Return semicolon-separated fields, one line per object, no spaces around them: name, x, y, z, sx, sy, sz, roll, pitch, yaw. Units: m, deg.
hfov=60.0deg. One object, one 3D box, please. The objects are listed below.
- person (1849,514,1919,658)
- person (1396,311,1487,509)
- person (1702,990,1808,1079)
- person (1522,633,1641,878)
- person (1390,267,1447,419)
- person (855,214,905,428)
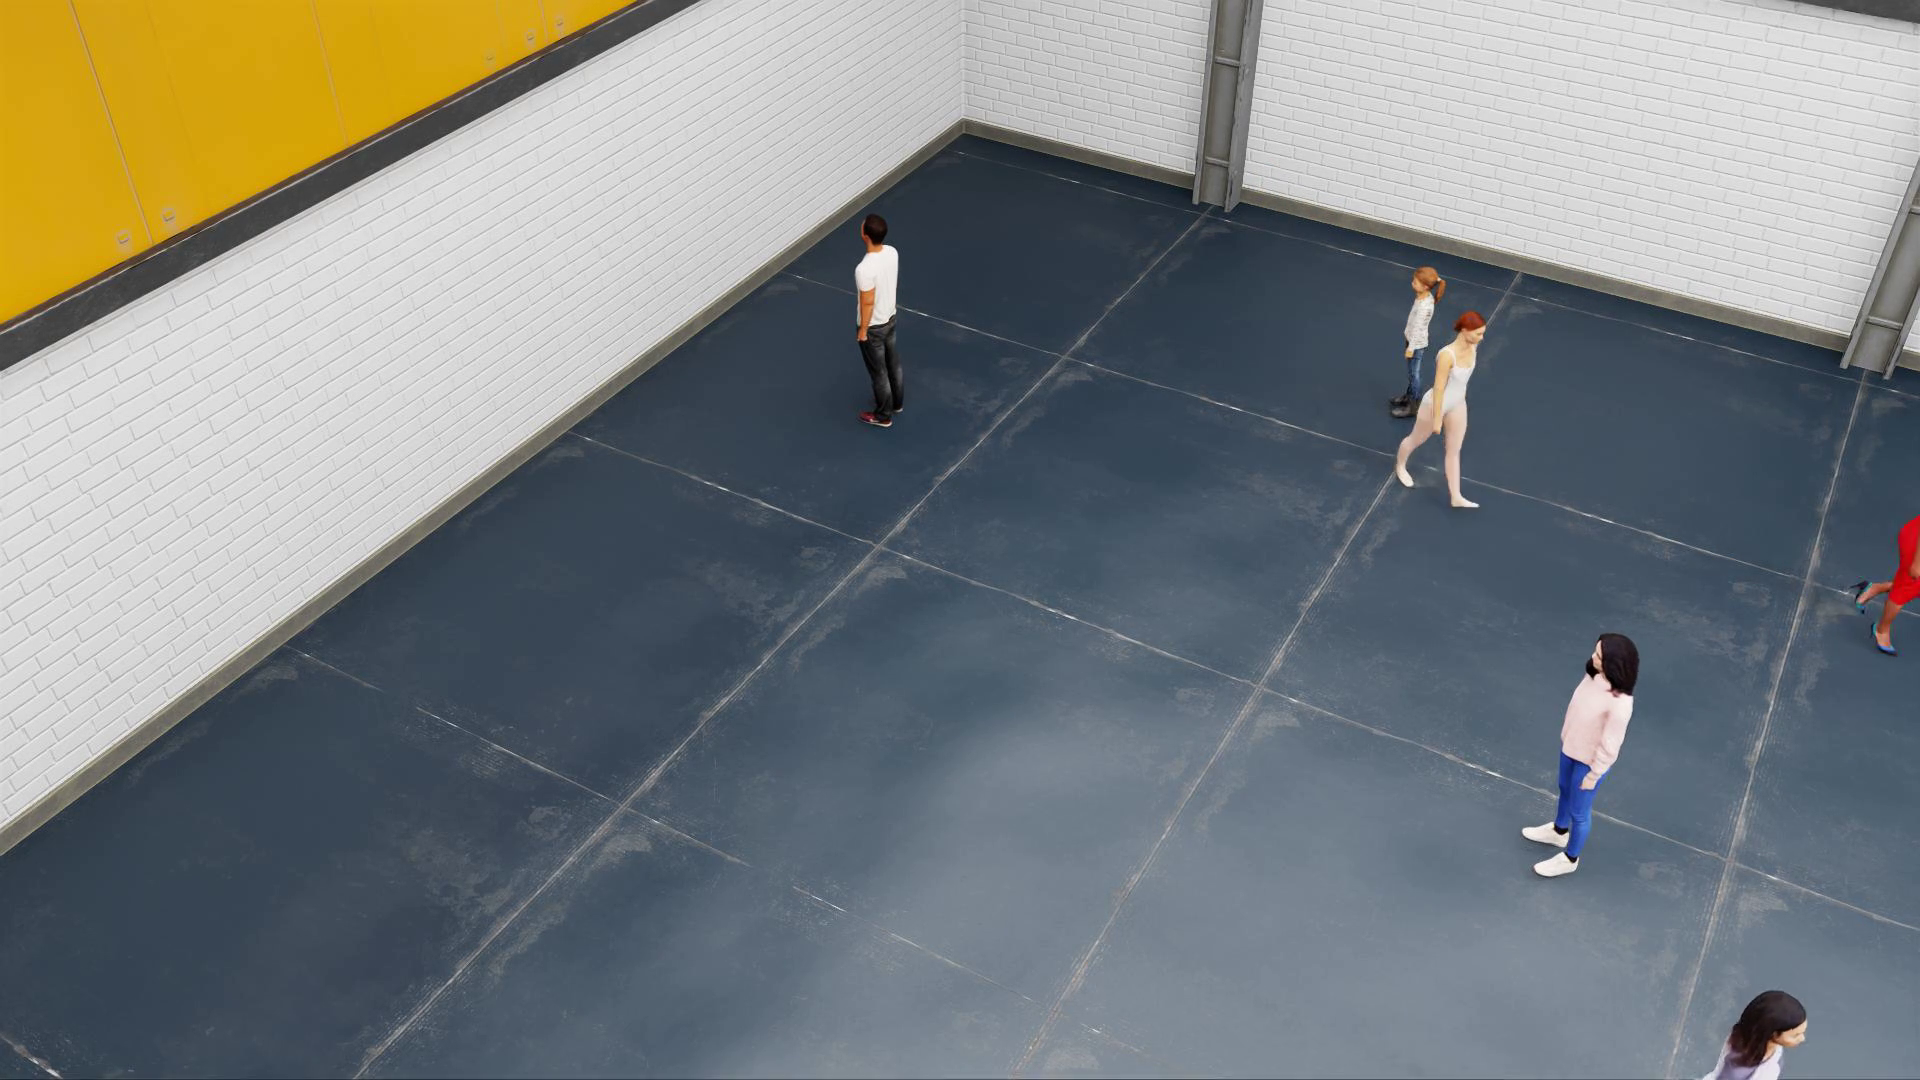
person;6.258;0.006;10.933;0.746;1.733;0.838;-22;43;-25
person;3.521;-1.027;12.331;0.859;1.604;1.084;-23;44;-26
person;3.462;2.601;7.700;0.773;1.714;0.631;24;45;27
person;3.550;1.210;9.399;0.719;1.768;0.730;1;39;1
person;3.649;-1.579;13.256;0.536;1.312;0.516;8;39;9
person;-0.637;-1.727;13.048;0.520;1.803;0.634;18;42;22
